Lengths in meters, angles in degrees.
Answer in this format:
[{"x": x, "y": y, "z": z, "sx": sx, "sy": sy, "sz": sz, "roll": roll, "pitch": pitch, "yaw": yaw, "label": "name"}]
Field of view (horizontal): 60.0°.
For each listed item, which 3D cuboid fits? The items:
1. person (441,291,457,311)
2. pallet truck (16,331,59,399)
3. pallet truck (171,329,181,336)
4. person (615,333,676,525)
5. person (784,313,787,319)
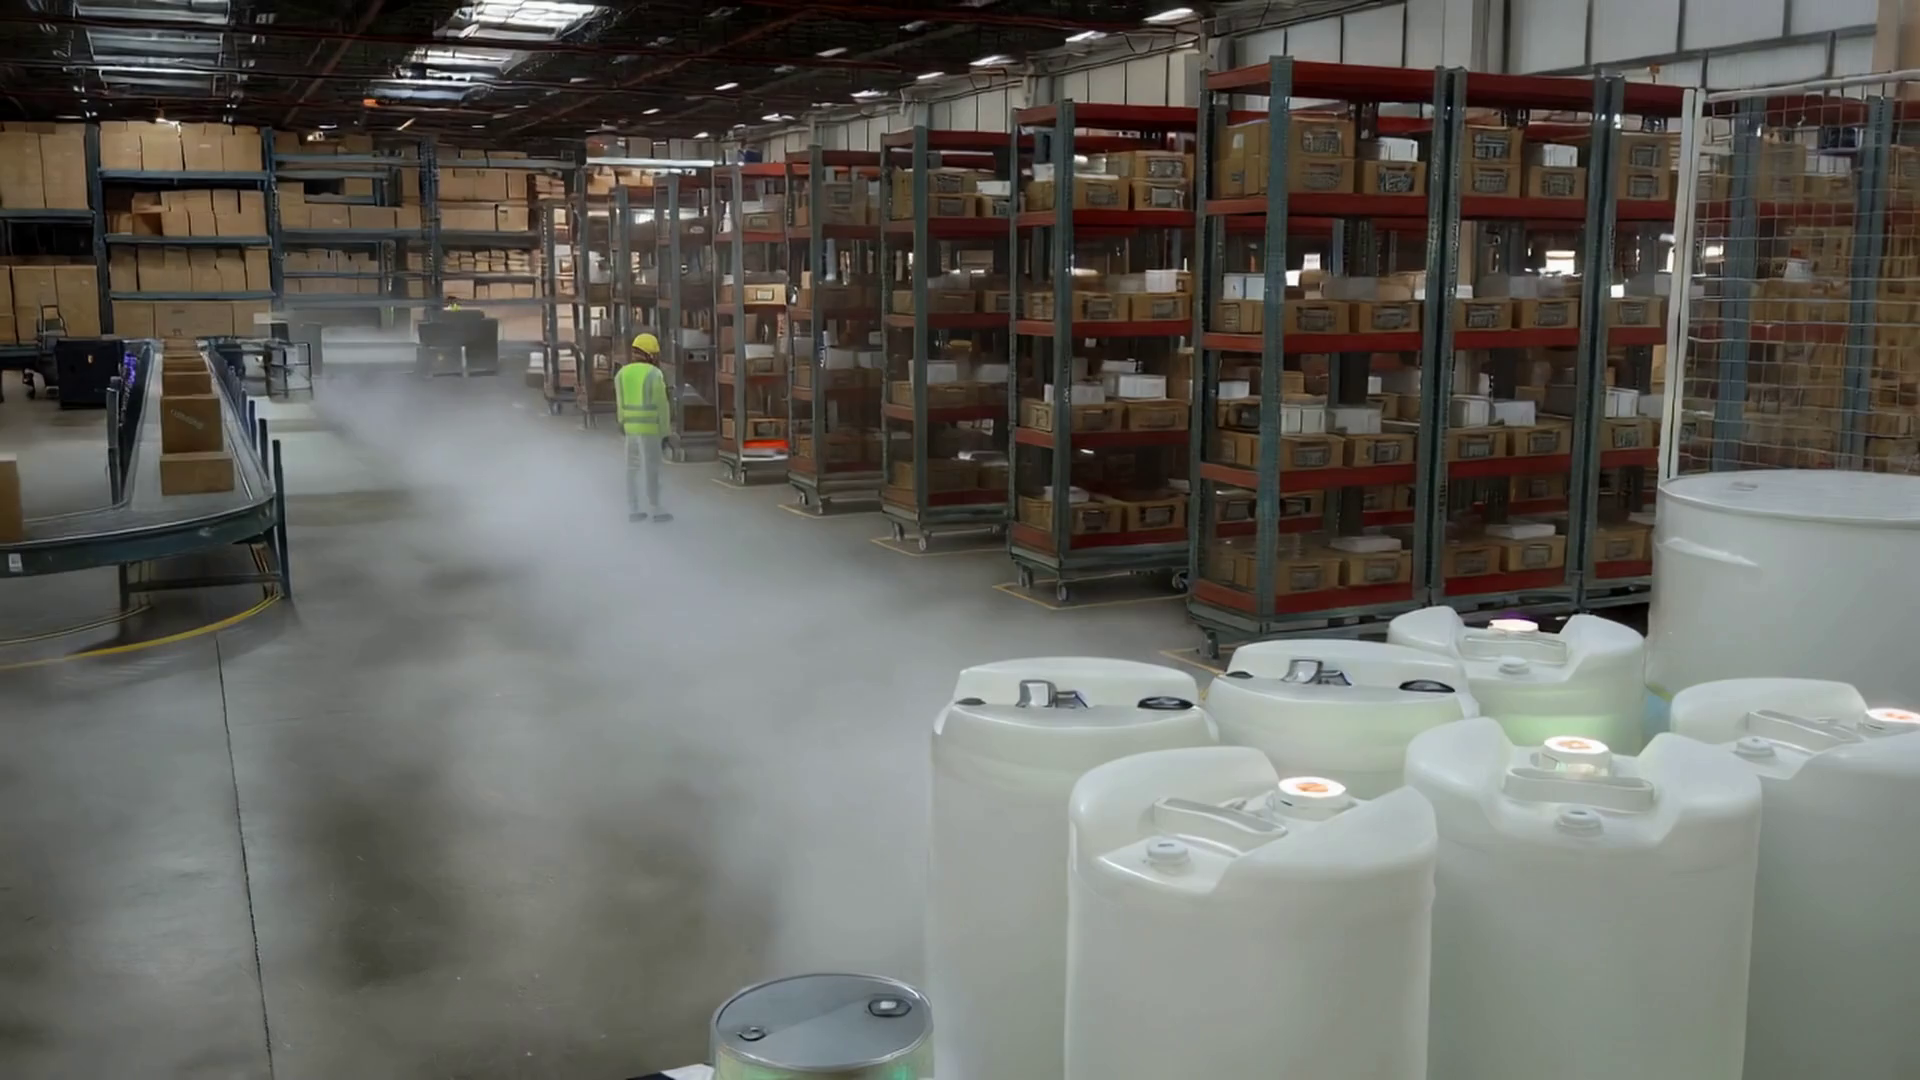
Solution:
[{"x": -13.549, "y": -5.602, "z": 43.847, "sx": 0.933, "sy": 1.899, "sz": 0.556, "roll": -4, "pitch": 10, "yaw": -25, "label": "person"}, {"x": -17.082, "y": -3.353, "z": 31.781, "sx": 1.630, "sy": 1.274, "sz": 0.653, "roll": -4, "pitch": 10, "yaw": -25, "label": "pallet truck"}, {"x": -17.275, "y": -3.851, "z": 35.096, "sx": 1.601, "sy": 1.201, "sz": 0.680, "roll": 0, "pitch": 9, "yaw": 1, "label": "pallet truck"}, {"x": -3.008, "y": -1.060, "z": 15.921, "sx": 0.591, "sy": 1.828, "sz": 0.404, "roll": 5, "pitch": 11, "yaw": 30, "label": "person"}, {"x": -5.016, "y": -6.280, "z": 48.499, "sx": 0.331, "sy": 1.768, "sz": 0.527, "roll": -4, "pitch": 10, "yaw": -21, "label": "person"}]
